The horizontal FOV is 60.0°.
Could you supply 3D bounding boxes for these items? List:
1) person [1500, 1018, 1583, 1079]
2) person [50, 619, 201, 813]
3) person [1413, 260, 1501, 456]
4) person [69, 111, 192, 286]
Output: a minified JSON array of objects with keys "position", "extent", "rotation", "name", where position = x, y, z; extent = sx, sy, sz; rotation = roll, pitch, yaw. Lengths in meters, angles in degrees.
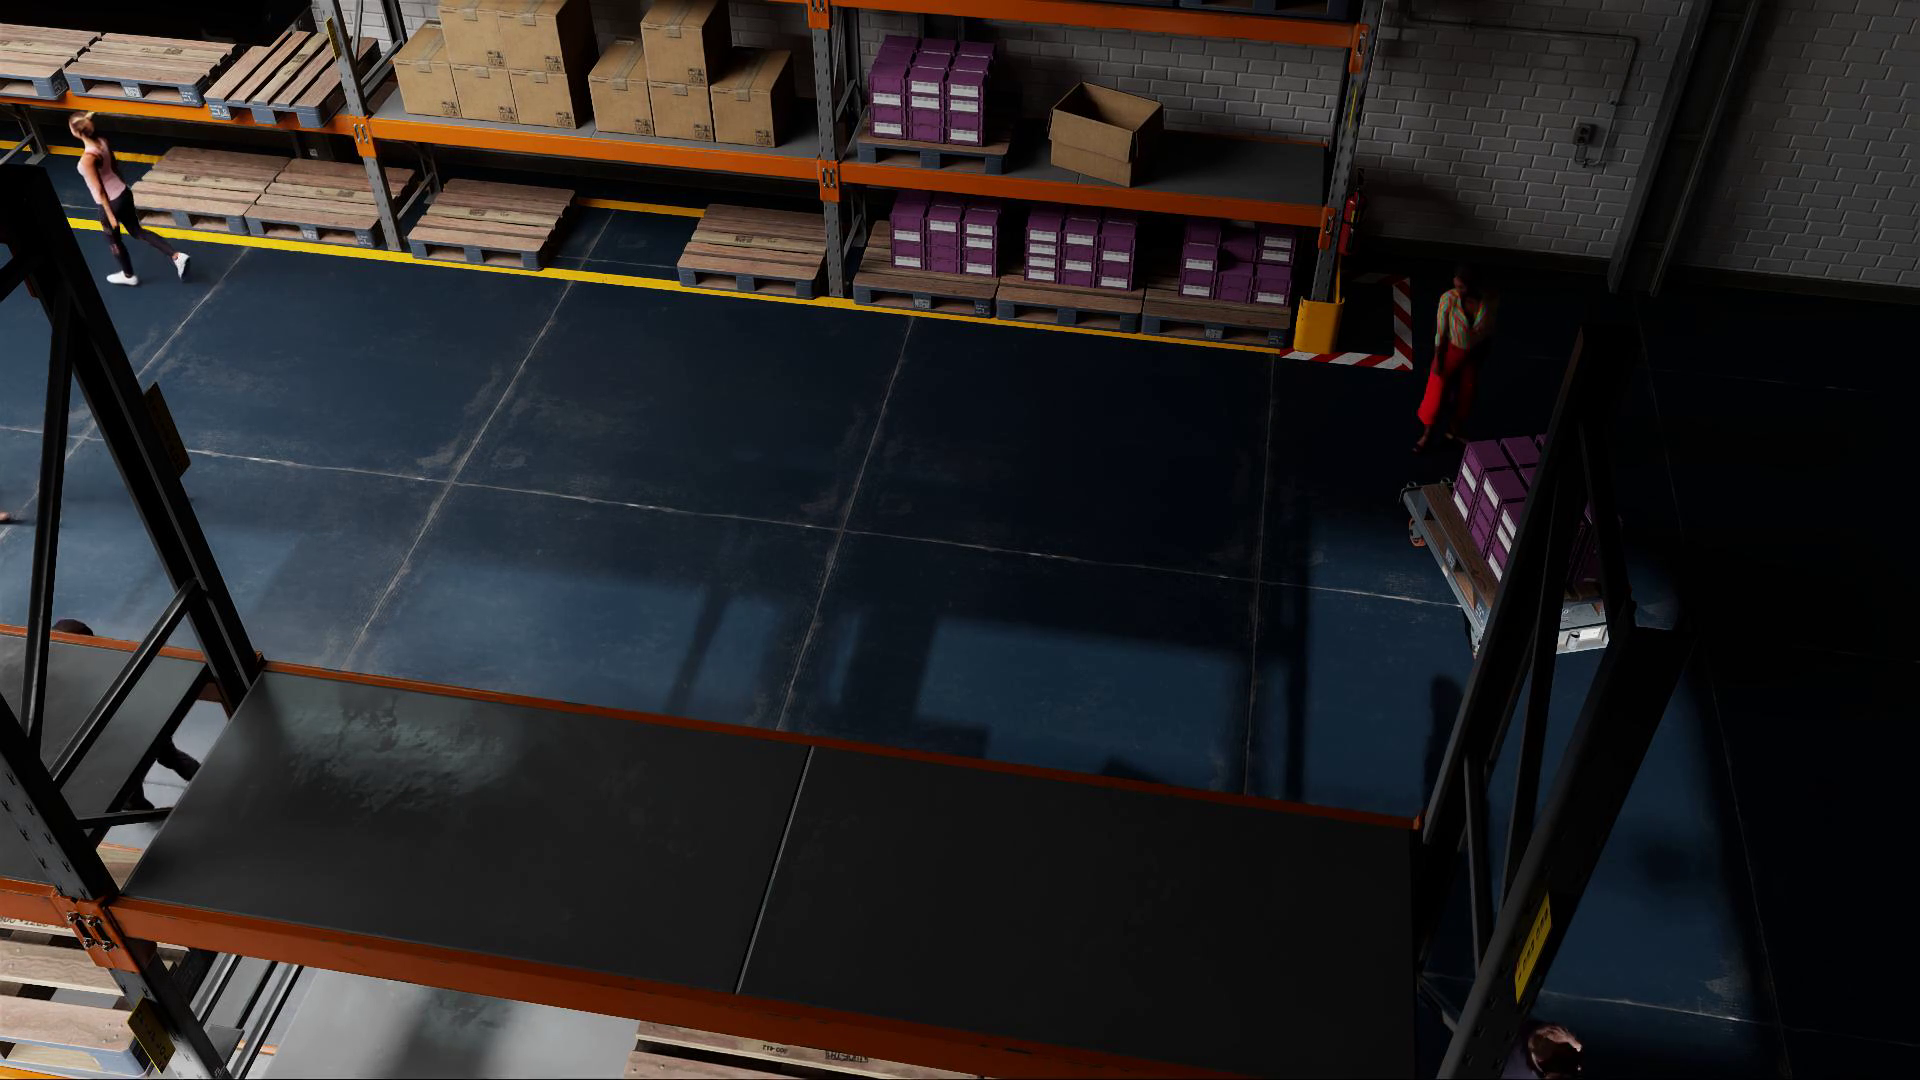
[{"position":[2.515,2.709,7.875],"extent":[1.137,1.772,0.702],"rotation":[4,44,5],"name":"person"},{"position":[-4.757,1.086,9.637],"extent":[1.120,1.691,0.750],"rotation":[14,45,14],"name":"person"},{"position":[3.684,-1.328,12.115],"extent":[0.610,1.768,0.839],"rotation":[-11,45,-11],"name":"person"},{"position":[-6.911,-2.791,13.758],"extent":[0.994,1.619,0.610],"rotation":[4,44,4],"name":"person"}]
